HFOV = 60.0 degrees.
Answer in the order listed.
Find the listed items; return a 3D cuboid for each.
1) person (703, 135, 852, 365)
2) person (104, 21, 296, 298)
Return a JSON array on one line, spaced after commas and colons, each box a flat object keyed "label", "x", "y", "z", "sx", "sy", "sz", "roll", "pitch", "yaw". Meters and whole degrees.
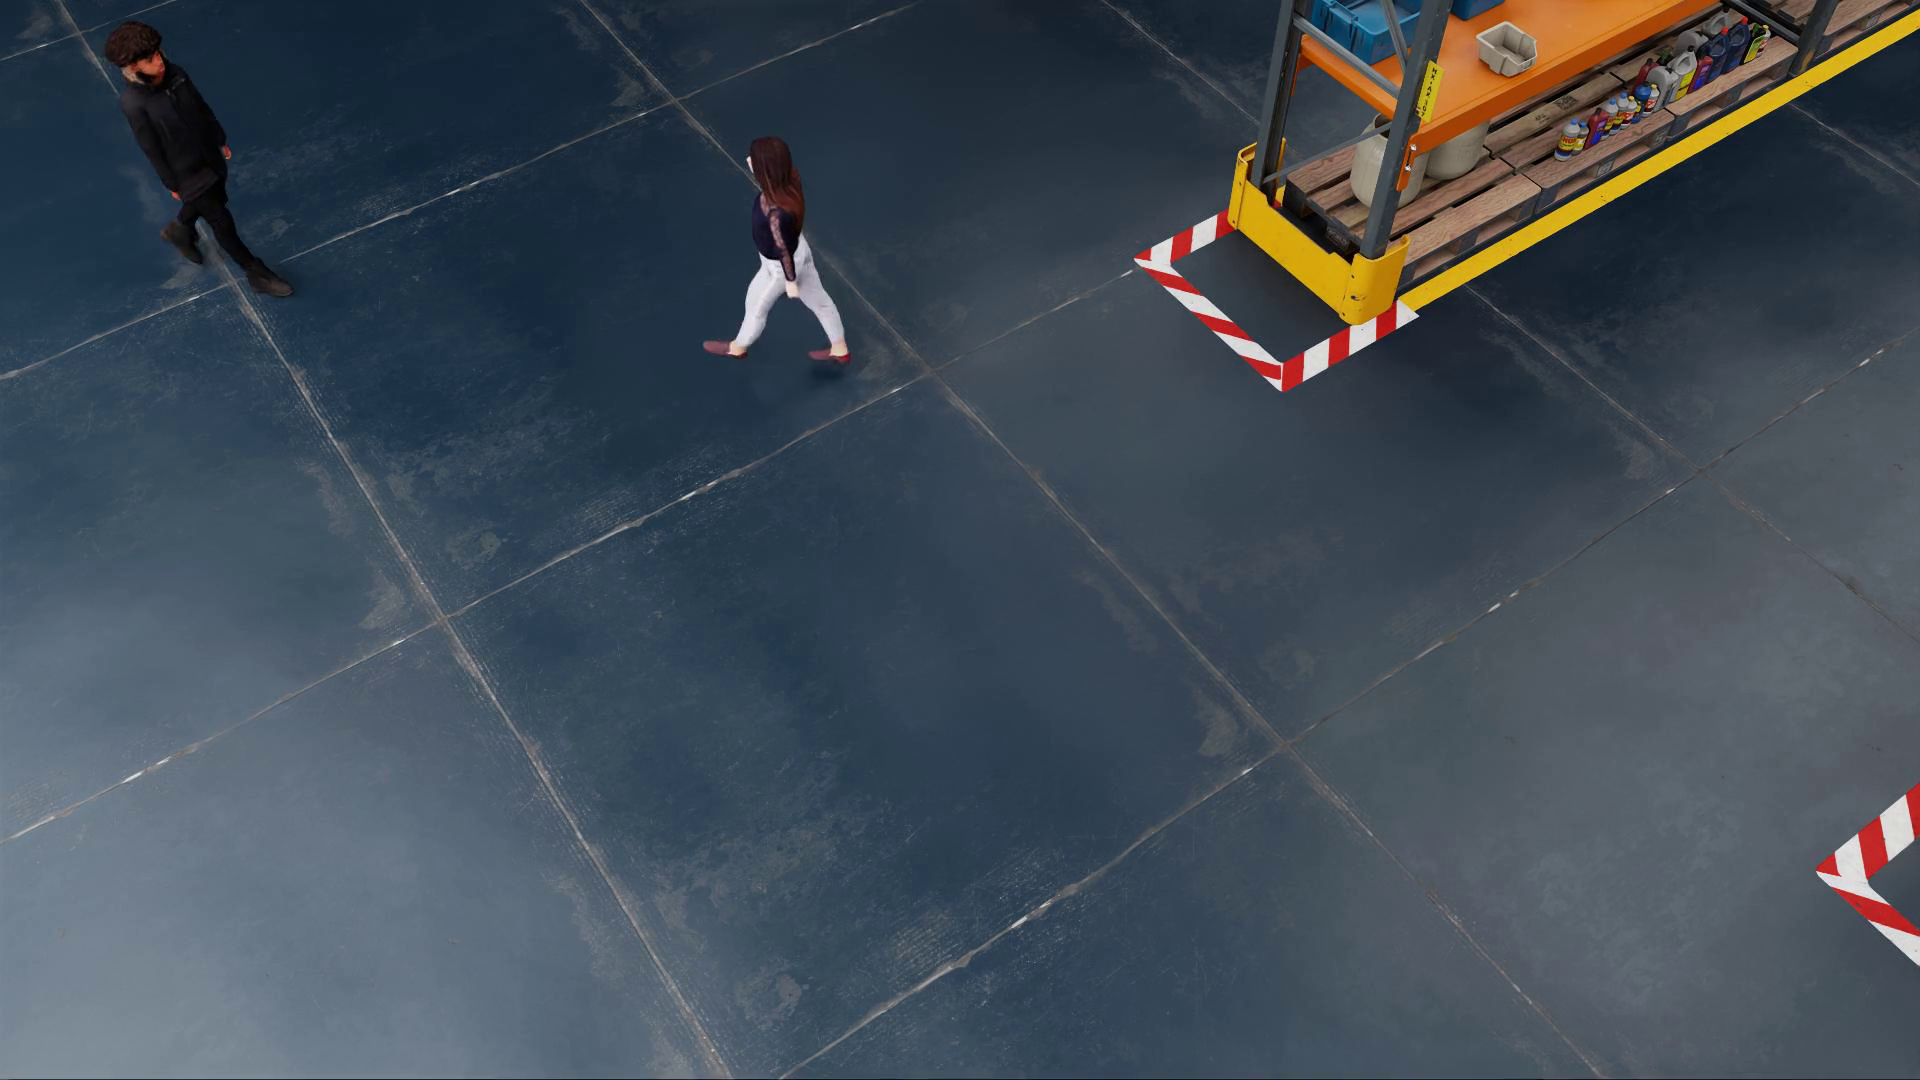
[{"label": "person", "x": -0.879, "y": -1.479, "z": 8.888, "sx": 1.125, "sy": 1.558, "sz": 1.043, "roll": 6, "pitch": 52, "yaw": 5}, {"label": "person", "x": -4.347, "y": -2.119, "z": 9.262, "sx": 1.102, "sy": 1.751, "sz": 1.123, "roll": 14, "pitch": 54, "yaw": 10}]
